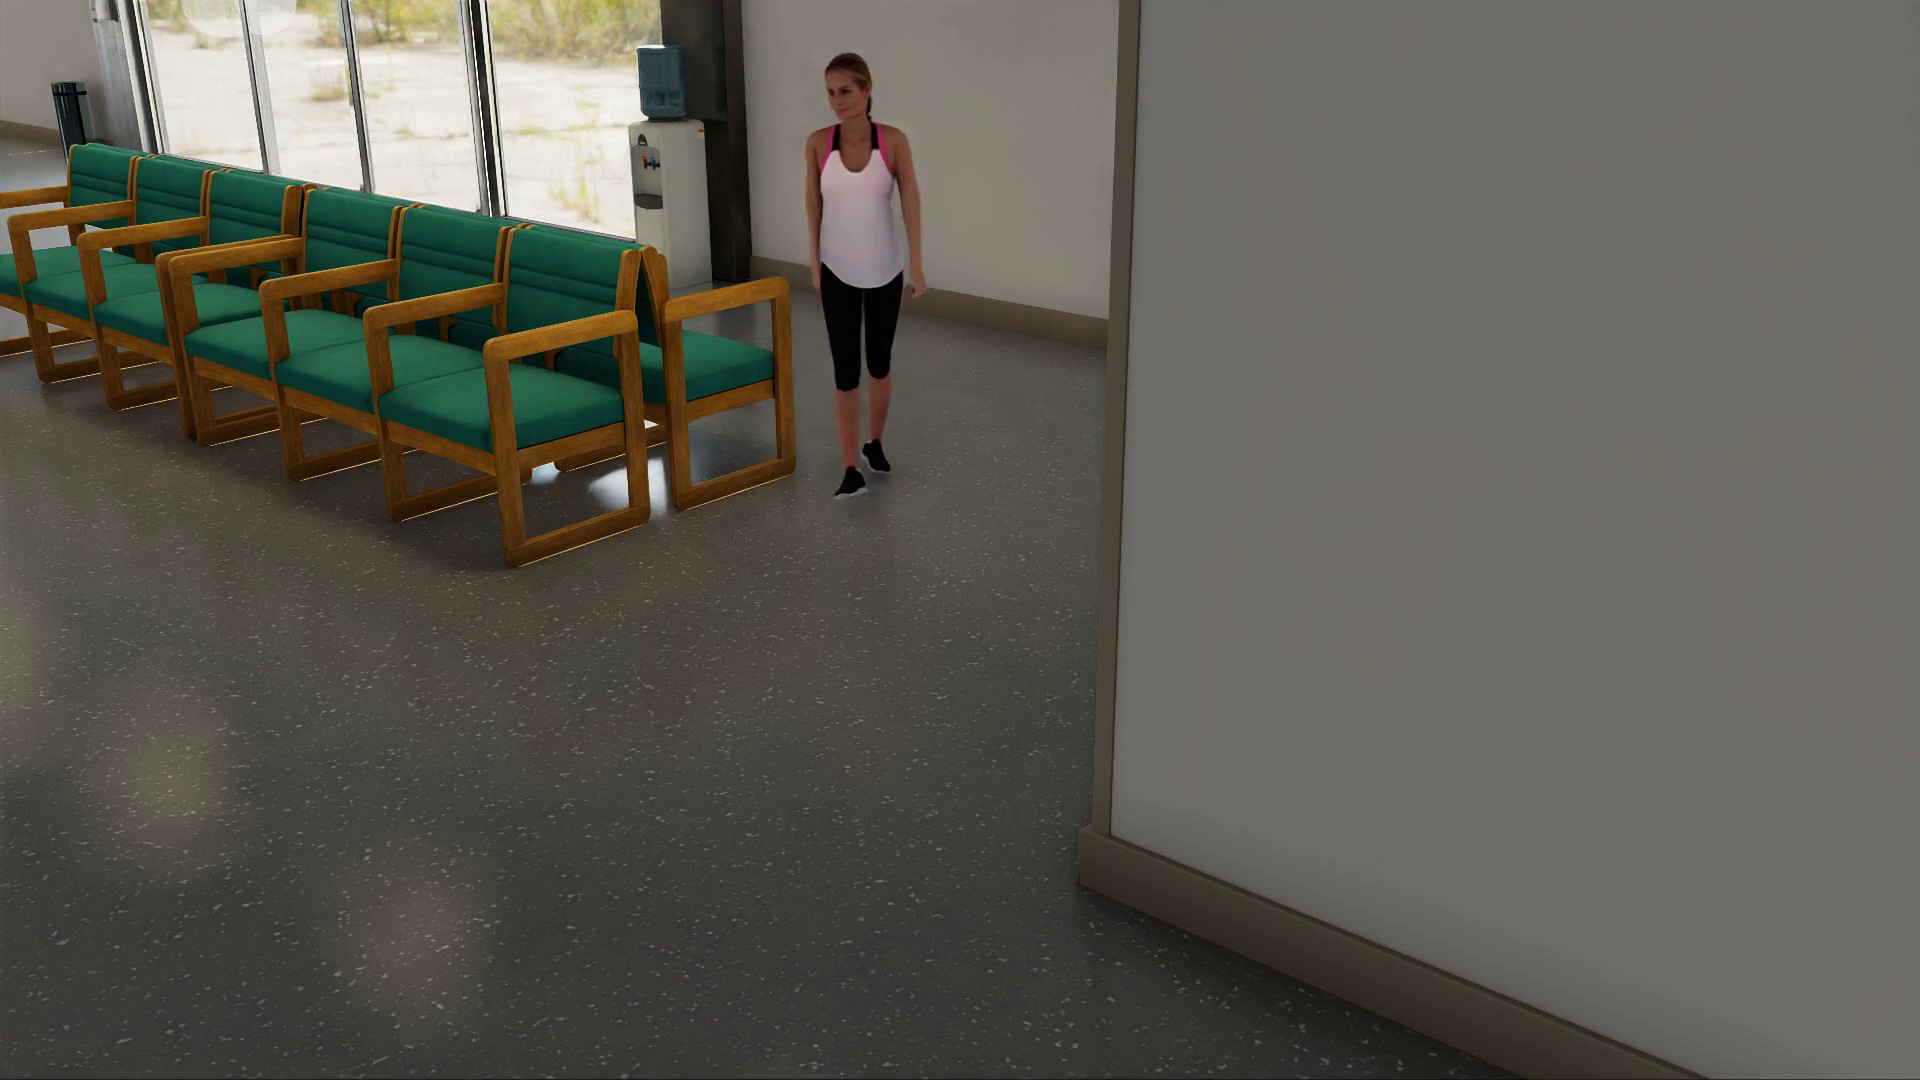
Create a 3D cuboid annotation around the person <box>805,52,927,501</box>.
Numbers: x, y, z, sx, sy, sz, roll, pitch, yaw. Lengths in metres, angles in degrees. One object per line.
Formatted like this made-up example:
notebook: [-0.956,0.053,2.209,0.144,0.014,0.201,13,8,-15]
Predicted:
person: [-0.390,-1.083,6.835,1.010,1.750,1.115,-1,21,-3]
